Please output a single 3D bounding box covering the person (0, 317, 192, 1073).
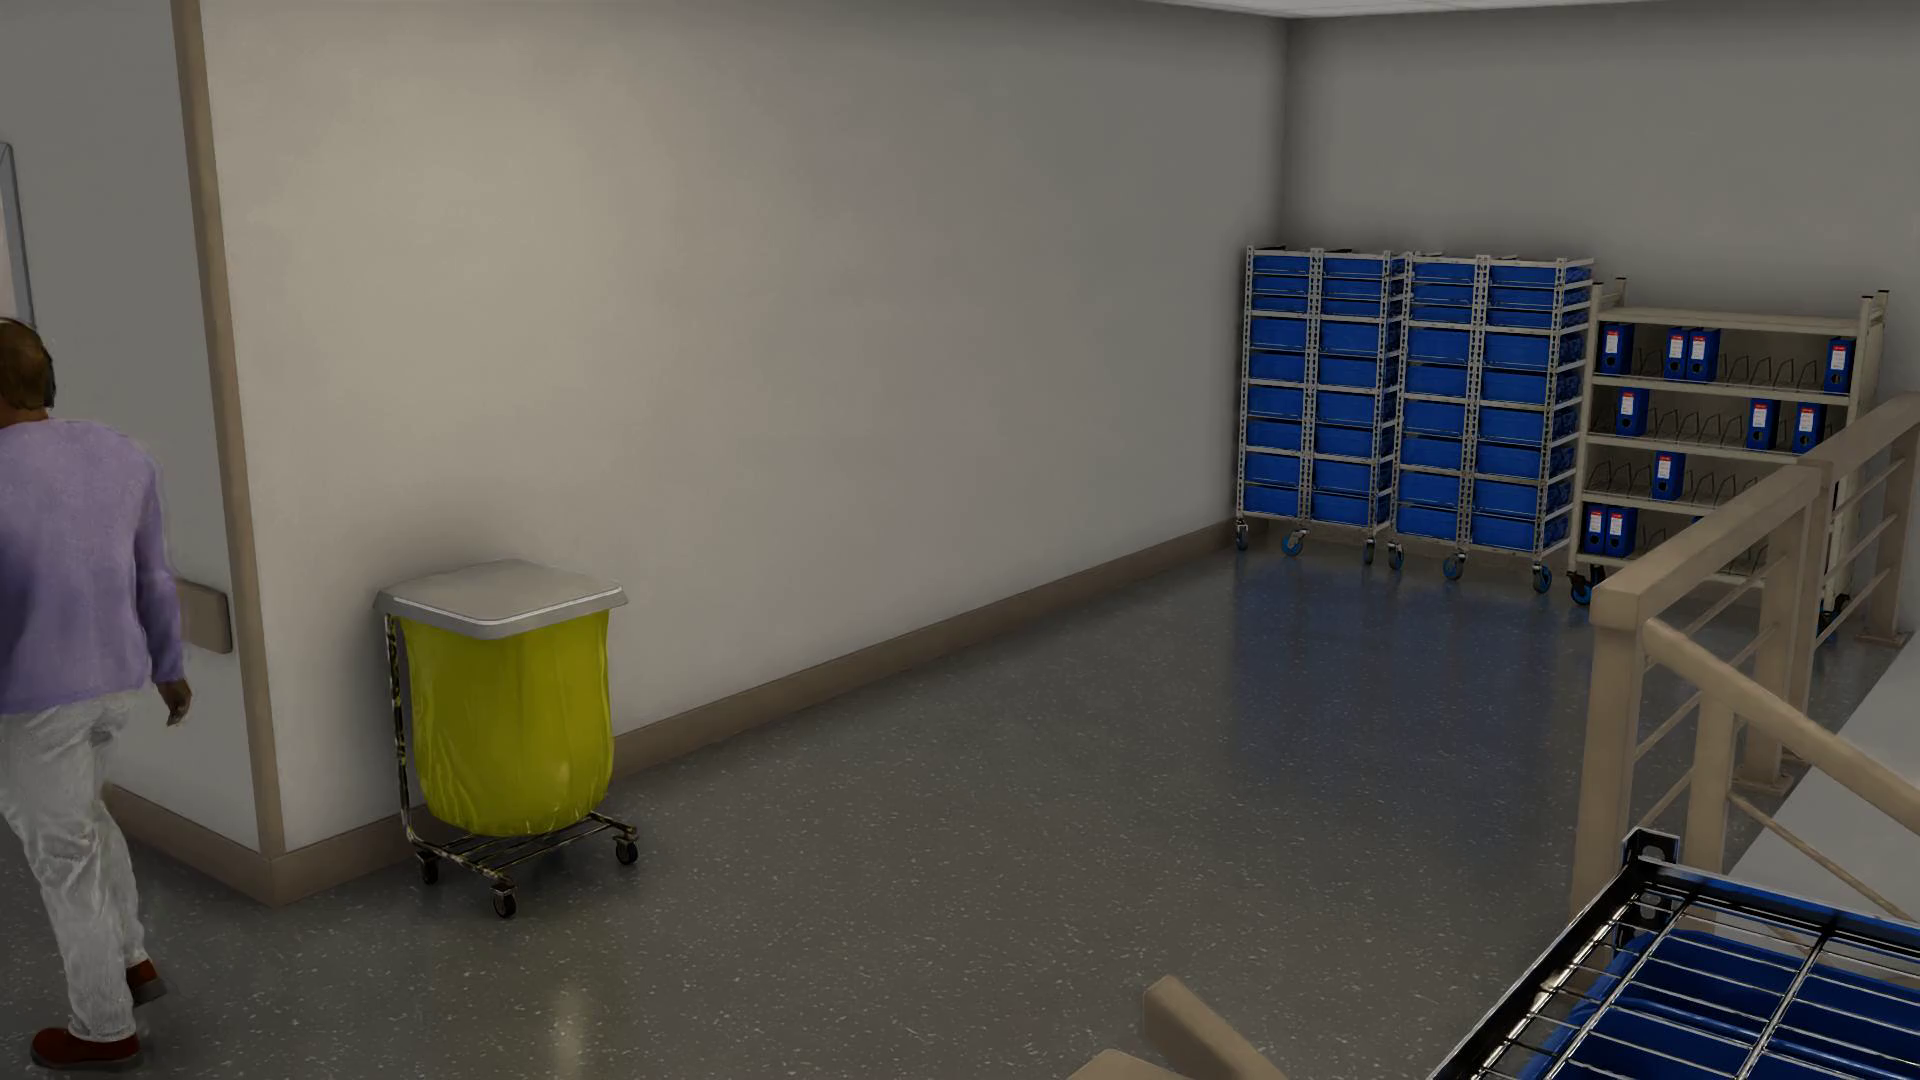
[{"bbox_3d":[-2.274,0.409,4.193,0.493,1.910,0.740,5,14,19],"label":"person"}]
